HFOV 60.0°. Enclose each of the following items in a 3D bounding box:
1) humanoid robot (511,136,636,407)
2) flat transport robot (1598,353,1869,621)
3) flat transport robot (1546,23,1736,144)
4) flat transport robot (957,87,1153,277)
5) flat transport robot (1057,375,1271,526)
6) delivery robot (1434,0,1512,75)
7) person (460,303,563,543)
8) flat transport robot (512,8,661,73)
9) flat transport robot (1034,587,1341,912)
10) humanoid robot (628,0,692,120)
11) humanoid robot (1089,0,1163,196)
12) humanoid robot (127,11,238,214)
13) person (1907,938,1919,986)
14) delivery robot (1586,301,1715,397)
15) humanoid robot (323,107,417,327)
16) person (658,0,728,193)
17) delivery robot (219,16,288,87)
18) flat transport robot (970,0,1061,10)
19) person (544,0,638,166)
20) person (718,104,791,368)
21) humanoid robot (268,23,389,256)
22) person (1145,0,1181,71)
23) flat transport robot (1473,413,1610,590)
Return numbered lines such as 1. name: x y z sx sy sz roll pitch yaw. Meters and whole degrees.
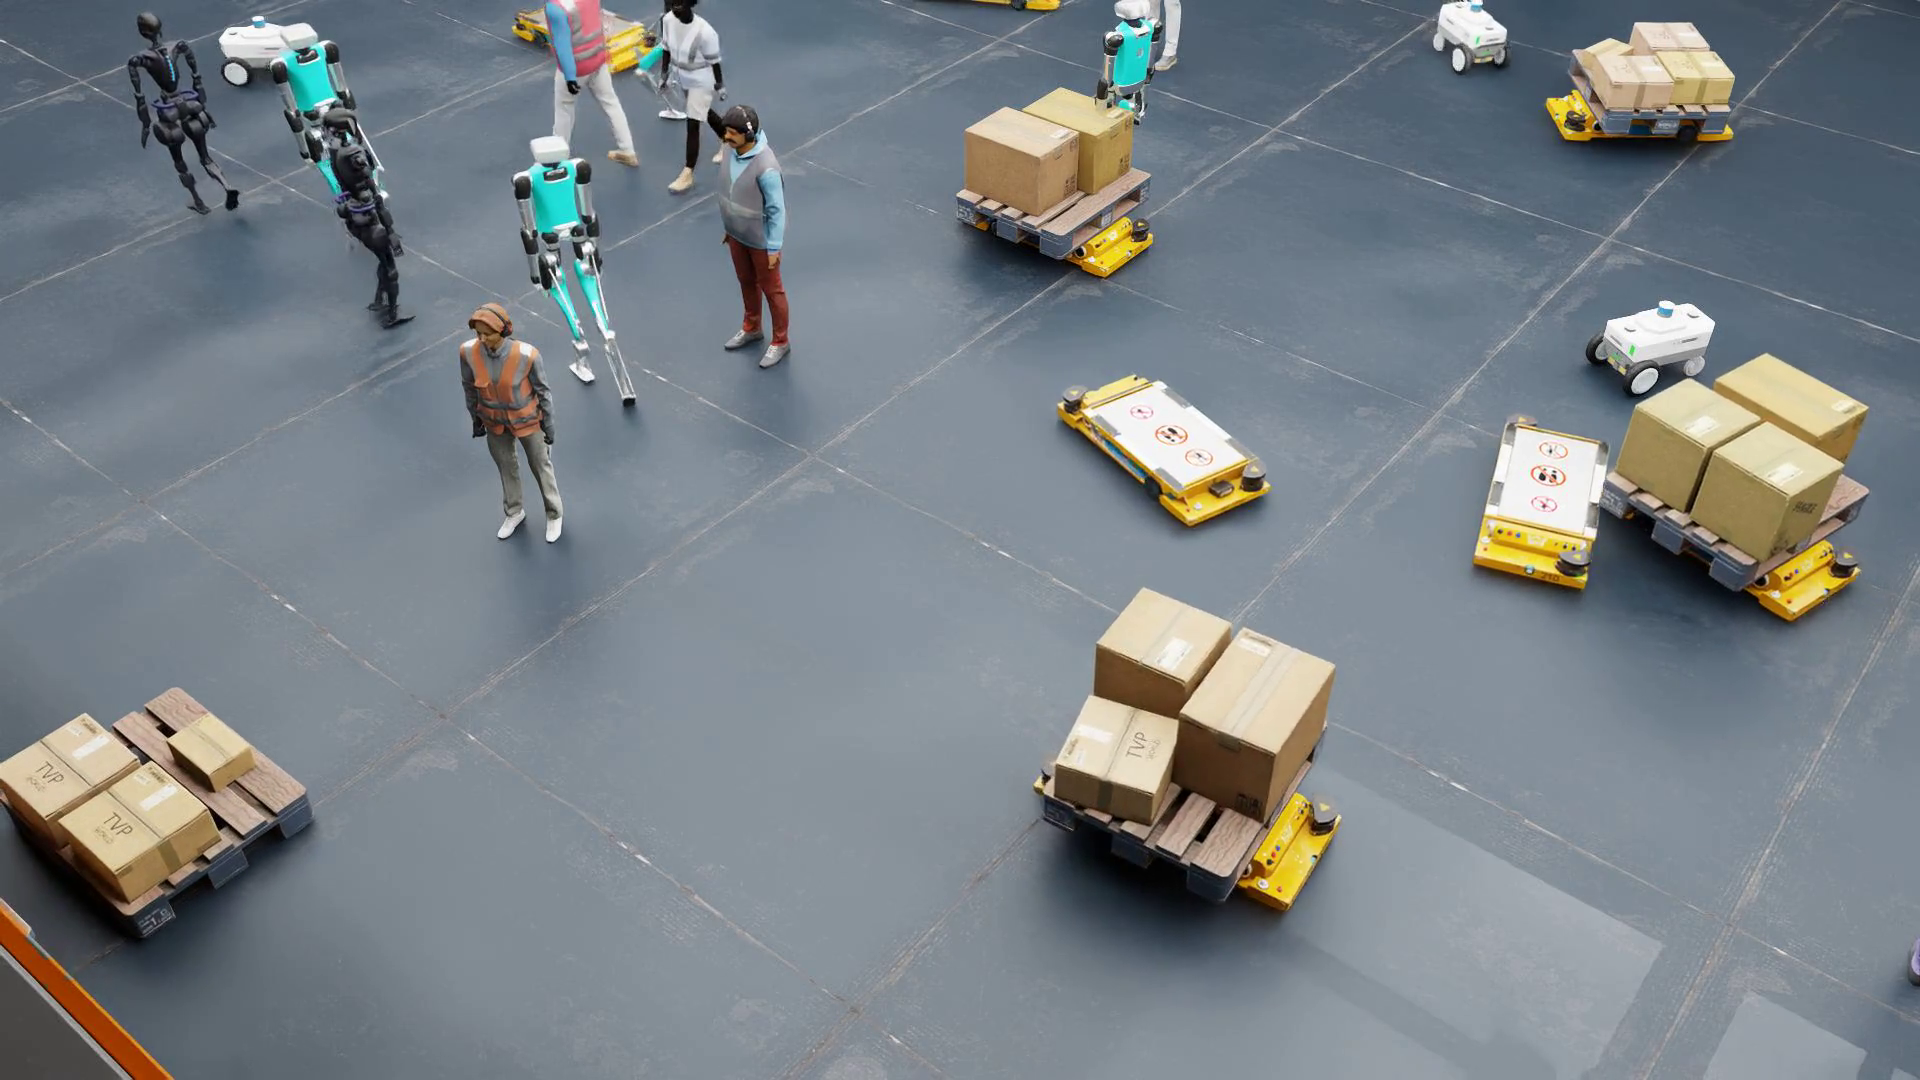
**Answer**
1. humanoid robot: -2.459 -1.667 10.946 0.556 1.828 0.887 -25 46 -26
2. flat transport robot: 4.673 -0.082 10.174 0.659 0.231 1.431 -24 46 -26
3. flat transport robot: 5.892 -3.690 14.419 1.431 0.231 0.659 0 40 0
4. flat transport robot: 0.735 -2.484 13.000 1.431 0.231 0.659 27 47 28
5. flat transport robot: 1.309 -0.635 10.825 0.659 0.231 1.431 -22 45 -24
6. delivery robot: 4.727 -4.652 15.344 0.499 0.614 0.804 -11 42 -13
7. person: -2.638 -0.686 9.825 0.523 1.639 0.306 5 41 6
8. flat transport robot: -3.518 -4.776 15.697 1.431 0.231 0.659 27 47 28
9. flat transport robot: 1.156 1.328 8.516 1.431 0.231 0.659 22 45 24
10. humanoid robot: -2.542 -4.337 14.109 0.703 1.872 0.535 6 41 7
11. humanoid robot: 1.133 -3.439 12.887 0.533 1.677 0.735 -27 47 -28
12. humanoid robot: -6.009 -3.249 12.825 0.533 1.642 0.583 27 47 28
13. person: 4.618 1.381 7.235 0.562 1.846 0.394 32 50 32
14. delivery robot: 4.782 -1.374 11.457 0.747 0.572 0.499 -13 42 -15
15. humanoid robot: -4.129 -2.247 11.629 0.331 1.645 0.610 -33 50 -32
16. person: -2.132 -3.689 13.350 0.519 1.644 0.857 31 49 31
17. delivery robot: -6.306 -4.445 15.085 0.789 0.593 0.499 0 40 0
18. flat transport robot: 0.331 -5.558 16.617 1.431 0.231 0.659 9 41 10
19. person: -3.136 -3.891 13.491 0.920 1.787 0.665 17 43 19
20. person: -1.390 -2.071 11.272 0.543 1.878 0.407 30 49 31
21. humanoid robot: -4.576 -2.861 12.384 0.728 1.880 0.543 32 50 32
22. person: 1.826 -5.165 14.908 0.337 1.880 0.583 -32 50 -32
23. flat transport robot: 3.652 -0.267 10.392 0.659 0.231 1.431 14 42 16
